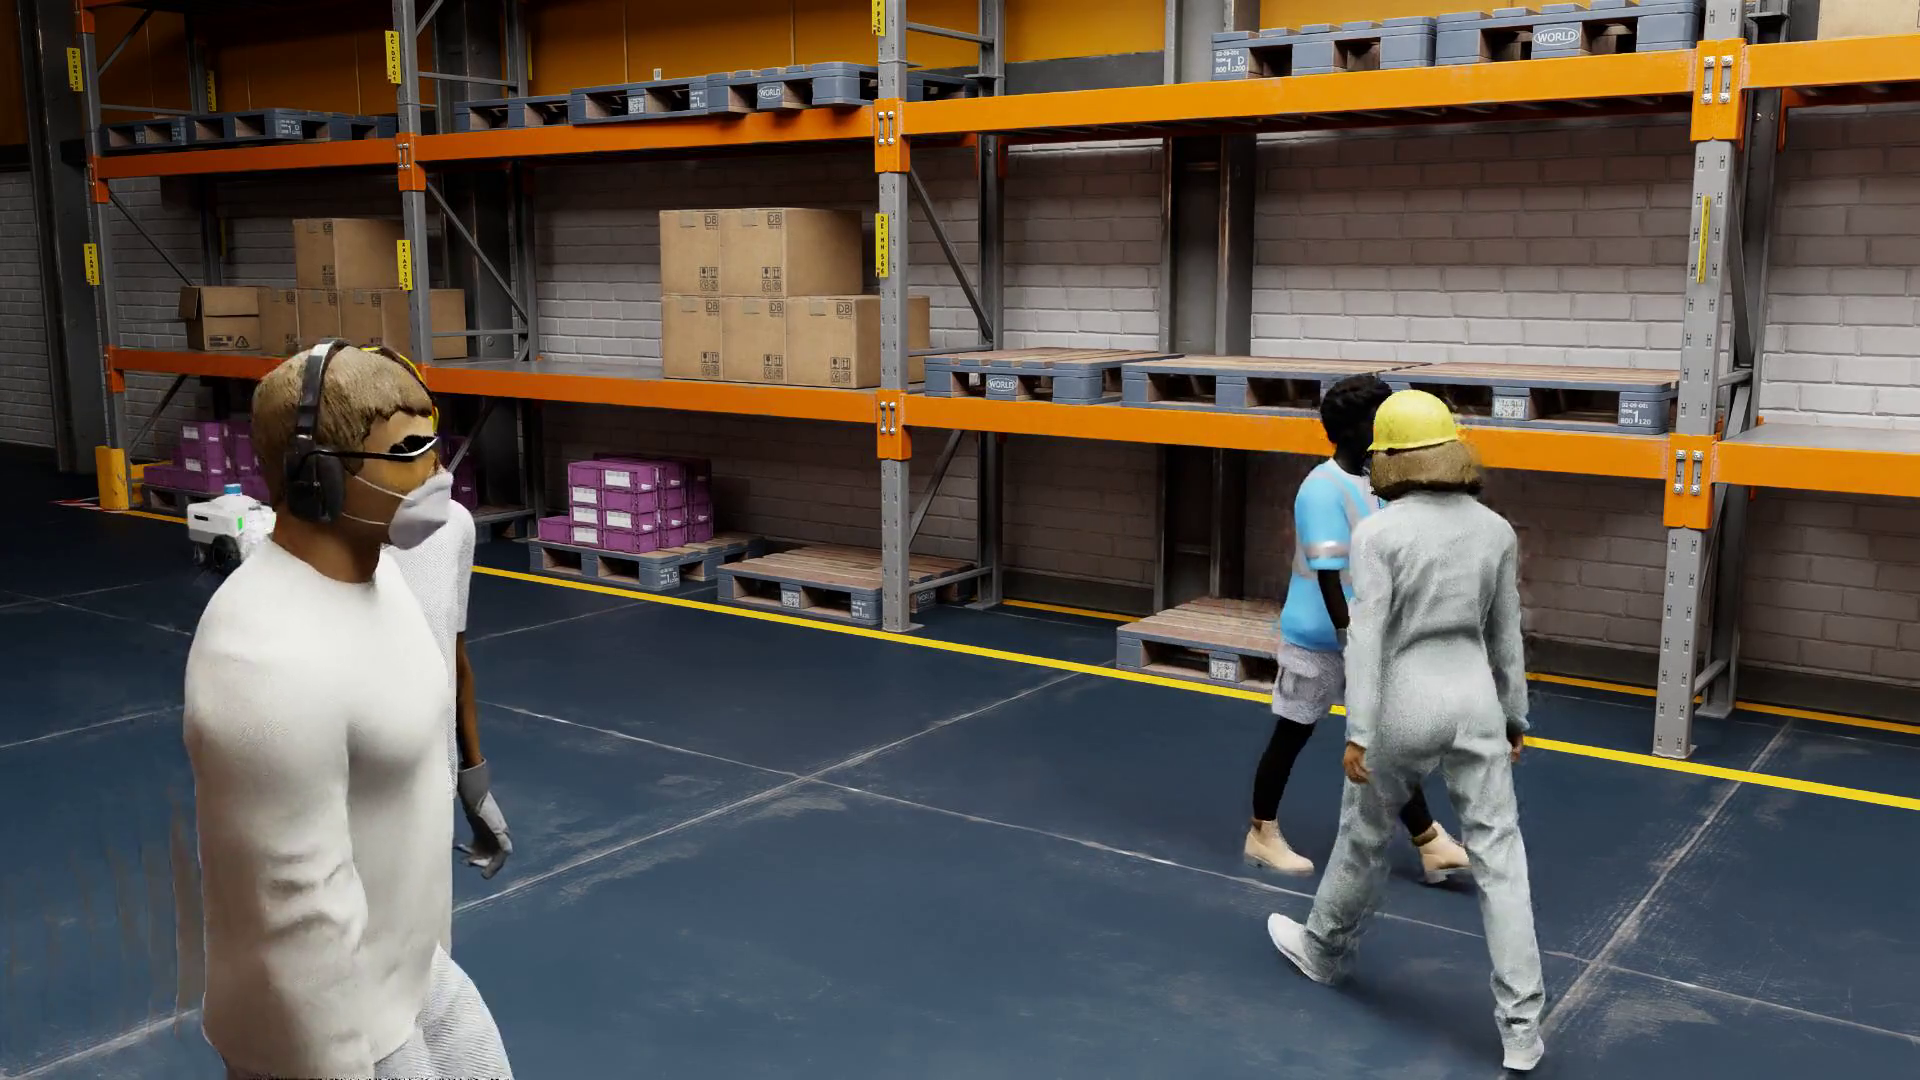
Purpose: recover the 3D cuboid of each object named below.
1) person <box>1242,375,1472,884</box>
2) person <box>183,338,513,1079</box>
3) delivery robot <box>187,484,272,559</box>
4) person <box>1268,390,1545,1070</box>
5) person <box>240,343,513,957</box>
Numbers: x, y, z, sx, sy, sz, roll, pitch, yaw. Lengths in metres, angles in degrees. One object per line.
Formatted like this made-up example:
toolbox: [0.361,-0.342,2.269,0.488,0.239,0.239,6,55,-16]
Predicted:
person: [1.294,0.313,5.302,0.827,1.660,0.543,8,12,39]
person: [-0.830,0.681,2.339,0.443,1.921,0.647,-1,10,-8]
delivery robot: [-4.755,-0.123,10.912,0.707,0.478,0.477,7,12,38]
person: [1.227,0.462,4.369,0.560,1.684,0.914,-3,10,-15]
person: [-1.144,0.545,3.321,0.327,1.865,0.517,8,12,40]
